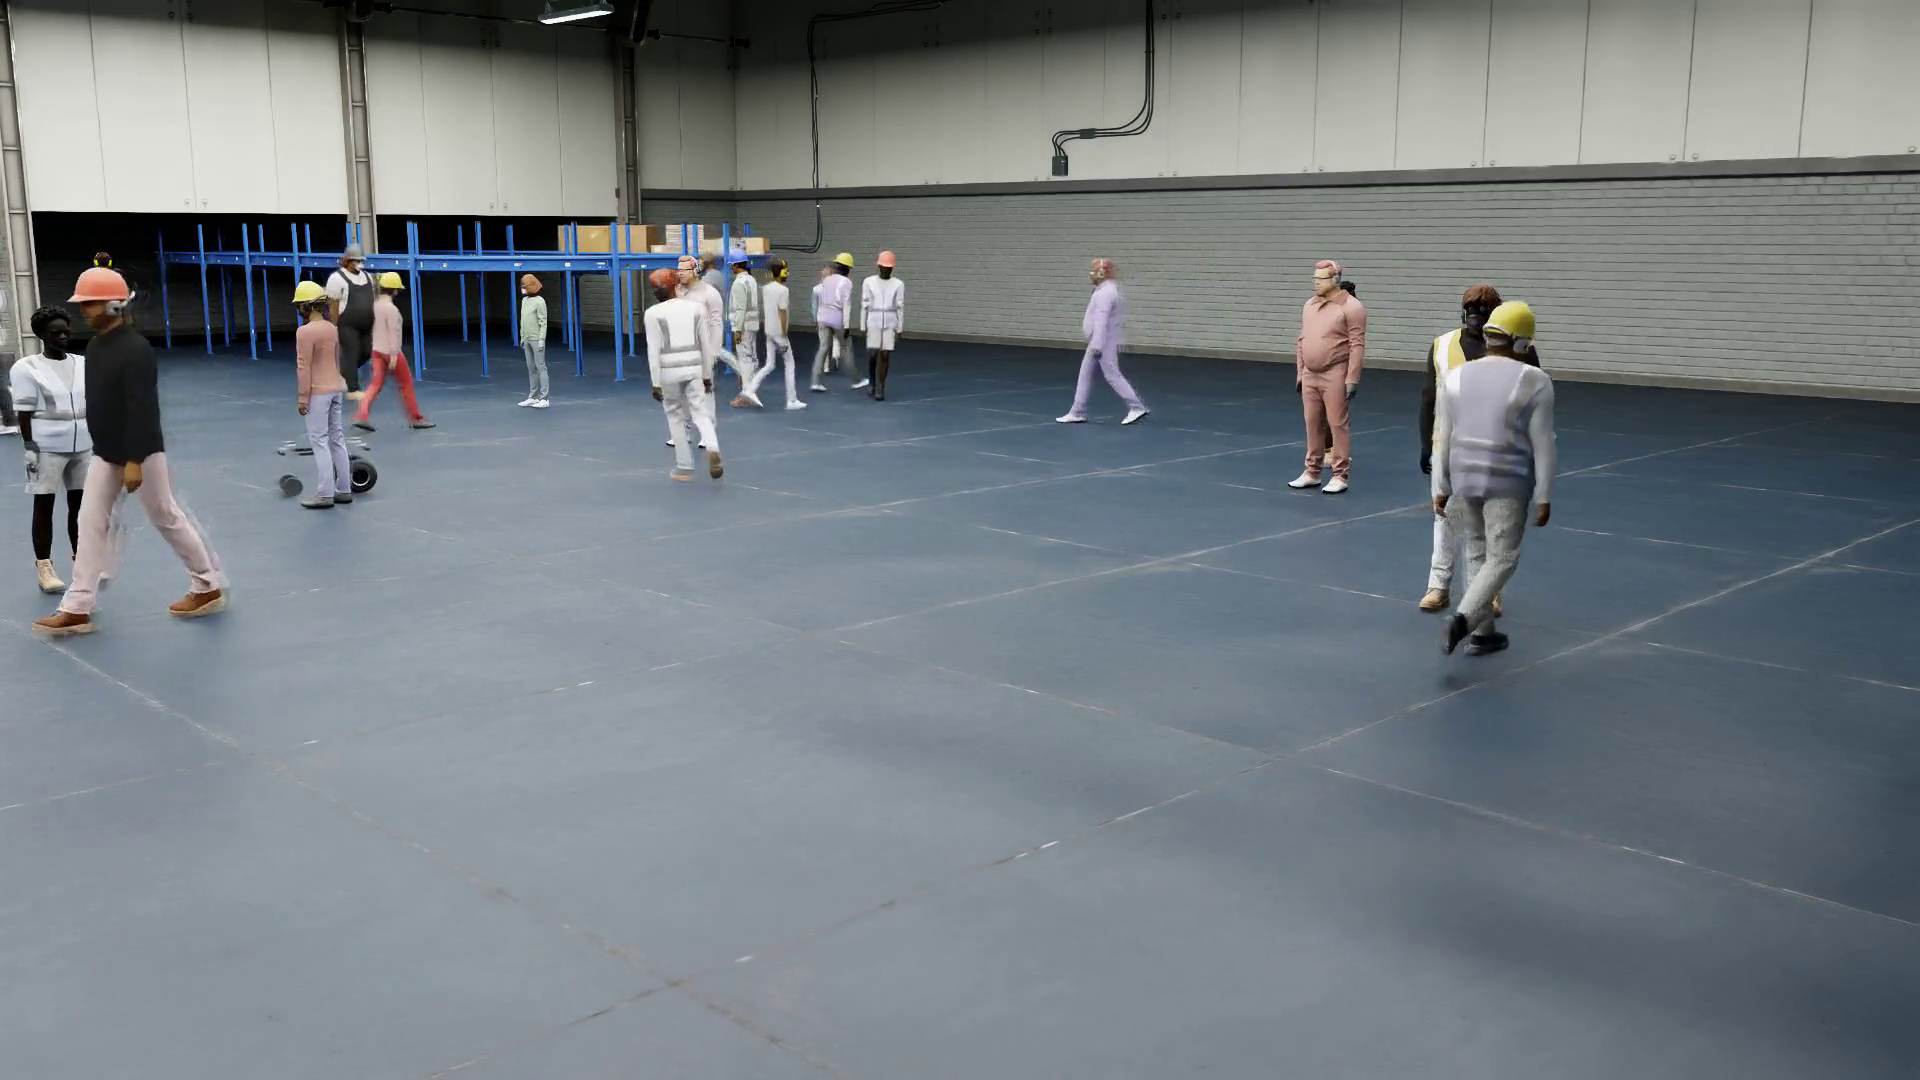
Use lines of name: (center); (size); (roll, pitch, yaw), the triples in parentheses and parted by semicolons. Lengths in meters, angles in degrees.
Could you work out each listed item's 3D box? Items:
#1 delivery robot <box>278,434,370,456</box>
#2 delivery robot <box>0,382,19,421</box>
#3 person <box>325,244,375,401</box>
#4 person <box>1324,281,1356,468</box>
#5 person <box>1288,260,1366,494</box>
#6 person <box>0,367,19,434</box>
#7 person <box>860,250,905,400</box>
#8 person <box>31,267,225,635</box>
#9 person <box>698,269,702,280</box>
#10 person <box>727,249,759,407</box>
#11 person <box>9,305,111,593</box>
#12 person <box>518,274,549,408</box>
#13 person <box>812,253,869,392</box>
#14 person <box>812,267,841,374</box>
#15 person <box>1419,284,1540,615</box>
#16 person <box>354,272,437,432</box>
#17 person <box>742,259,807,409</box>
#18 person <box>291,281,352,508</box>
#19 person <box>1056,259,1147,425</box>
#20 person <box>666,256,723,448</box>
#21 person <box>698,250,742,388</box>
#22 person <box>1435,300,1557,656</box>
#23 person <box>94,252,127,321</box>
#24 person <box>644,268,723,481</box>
delivery robot: (-5.291, -0.842, 13.826); (0.698, 0.223, 0.335); (-6, 12, -28)
delivery robot: (-10.274, -1.500, 18.109); (0.707, 0.478, 0.477); (-5, 12, -30)
person: (-7.899, -2.825, 21.550); (0.714, 2.000, 0.707); (5, 11, 24)
person: (3.486, -1.520, 15.259); (0.317, 1.696, 0.537); (3, 11, 16)
person: (3.017, -1.348, 13.749); (0.402, 1.904, 0.651); (-7, 13, -35)
person: (-10.520, -2.054, 17.693); (1.020, 1.864, 0.615); (2, 11, 13)
person: (-0.993, -2.750, 21.369); (0.577, 1.911, 0.447); (-2, 11, -9)
person: (-4.503, -0.490, 8.977); (0.635, 1.944, 1.019); (7, 13, 35)
person: (-3.510, -2.733, 21.889); (0.524, 1.680, 0.367); (7, 12, 33)
person: (-2.689, -2.628, 20.626); (0.402, 1.942, 0.604); (2, 10, 8)
person: (-5.390, -0.553, 9.981); (0.322, 1.697, 0.534); (6, 12, 28)
person: (-5.273, -2.458, 20.545); (0.284, 1.633, 0.498); (-10, 15, -44)
person: (-1.640, -2.951, 22.605); (0.991, 1.858, 0.685); (-10, 15, -44)
person: (-1.999, -3.347, 25.405); (0.532, 1.625, 0.538); (-1, 10, -3)
person: (2.880, -0.505, 9.327); (0.629, 1.843, 0.429); (5, 12, 27)
person: (-6.197, -2.042, 18.053); (0.529, 1.720, 0.890); (9, 14, 41)
person: (-2.299, -2.499, 20.257); (0.833, 1.832, 0.541); (-9, 14, -42)
person: (-5.022, -1.138, 13.012); (0.335, 1.757, 0.517); (1, 10, 7)
person: (1.625, -2.229, 18.712); (1.002, 1.867, 0.651); (0, 10, 2)
person: (-2.697, -1.884, 16.666); (0.651, 1.906, 0.404); (5, 11, 23)
person: (-3.280, -2.977, 22.646); (0.836, 1.914, 0.635); (1, 10, 6)
person: (2.593, -0.273, 8.182); (0.769, 1.799, 0.621); (-10, 15, -44)
person: (-12.953, -3.435, 25.257); (0.515, 1.865, 0.312); (-8, 13, -38)
person: (-2.353, -1.391, 14.186); (0.615, 1.845, 0.774); (-7, 12, -33)
